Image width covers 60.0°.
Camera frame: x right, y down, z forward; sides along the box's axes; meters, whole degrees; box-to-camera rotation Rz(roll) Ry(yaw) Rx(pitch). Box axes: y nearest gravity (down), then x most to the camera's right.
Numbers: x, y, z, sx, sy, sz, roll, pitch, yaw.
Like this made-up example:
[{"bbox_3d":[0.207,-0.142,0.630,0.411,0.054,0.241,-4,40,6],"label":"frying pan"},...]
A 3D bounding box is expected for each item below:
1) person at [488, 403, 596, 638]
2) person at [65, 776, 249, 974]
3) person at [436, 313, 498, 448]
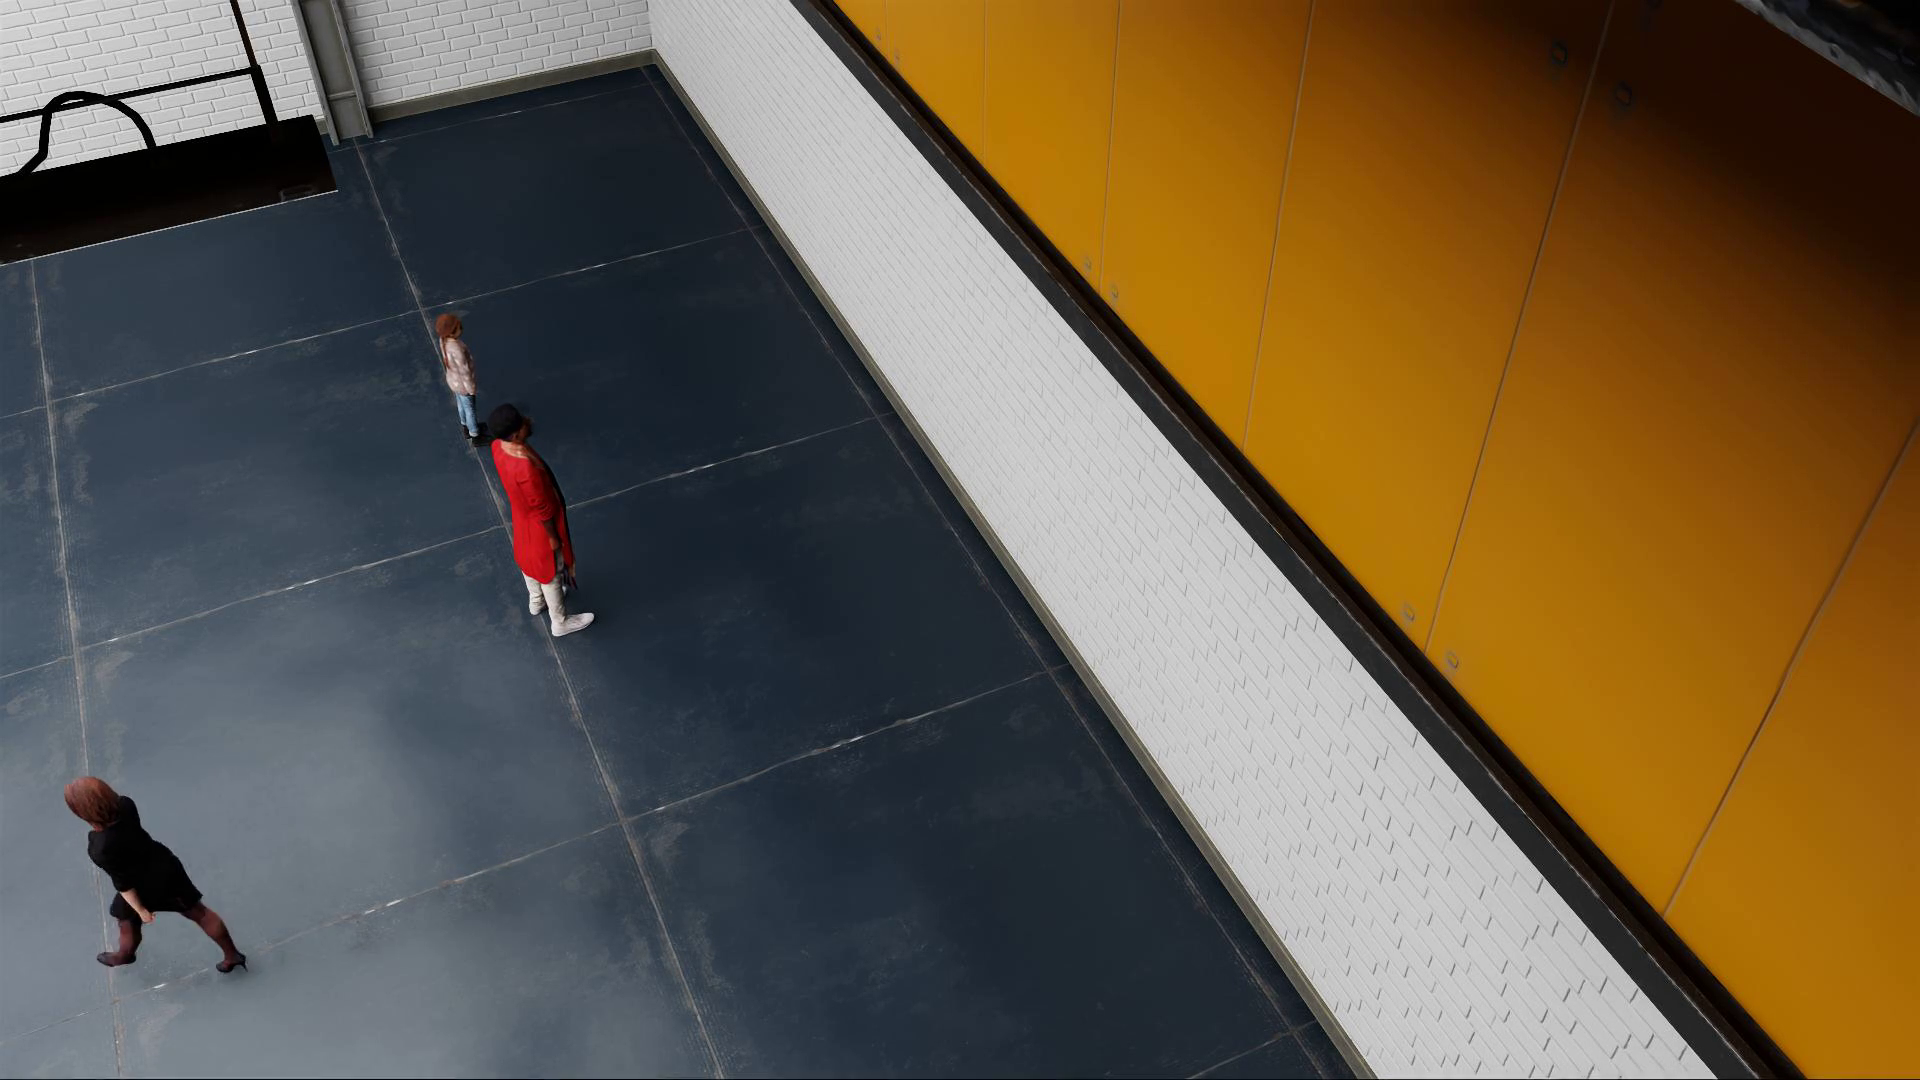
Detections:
[{"bbox_3d":[-2.840,-0.140,11.038,0.684,1.885,0.739,-30,51,-28],"label":"person"},{"bbox_3d":[-4.330,1.875,9.086,1.153,1.661,0.935,2,44,2],"label":"person"},{"bbox_3d":[-3.804,-1.236,12.689,0.502,1.194,0.522,-26,49,-25],"label":"person"}]
